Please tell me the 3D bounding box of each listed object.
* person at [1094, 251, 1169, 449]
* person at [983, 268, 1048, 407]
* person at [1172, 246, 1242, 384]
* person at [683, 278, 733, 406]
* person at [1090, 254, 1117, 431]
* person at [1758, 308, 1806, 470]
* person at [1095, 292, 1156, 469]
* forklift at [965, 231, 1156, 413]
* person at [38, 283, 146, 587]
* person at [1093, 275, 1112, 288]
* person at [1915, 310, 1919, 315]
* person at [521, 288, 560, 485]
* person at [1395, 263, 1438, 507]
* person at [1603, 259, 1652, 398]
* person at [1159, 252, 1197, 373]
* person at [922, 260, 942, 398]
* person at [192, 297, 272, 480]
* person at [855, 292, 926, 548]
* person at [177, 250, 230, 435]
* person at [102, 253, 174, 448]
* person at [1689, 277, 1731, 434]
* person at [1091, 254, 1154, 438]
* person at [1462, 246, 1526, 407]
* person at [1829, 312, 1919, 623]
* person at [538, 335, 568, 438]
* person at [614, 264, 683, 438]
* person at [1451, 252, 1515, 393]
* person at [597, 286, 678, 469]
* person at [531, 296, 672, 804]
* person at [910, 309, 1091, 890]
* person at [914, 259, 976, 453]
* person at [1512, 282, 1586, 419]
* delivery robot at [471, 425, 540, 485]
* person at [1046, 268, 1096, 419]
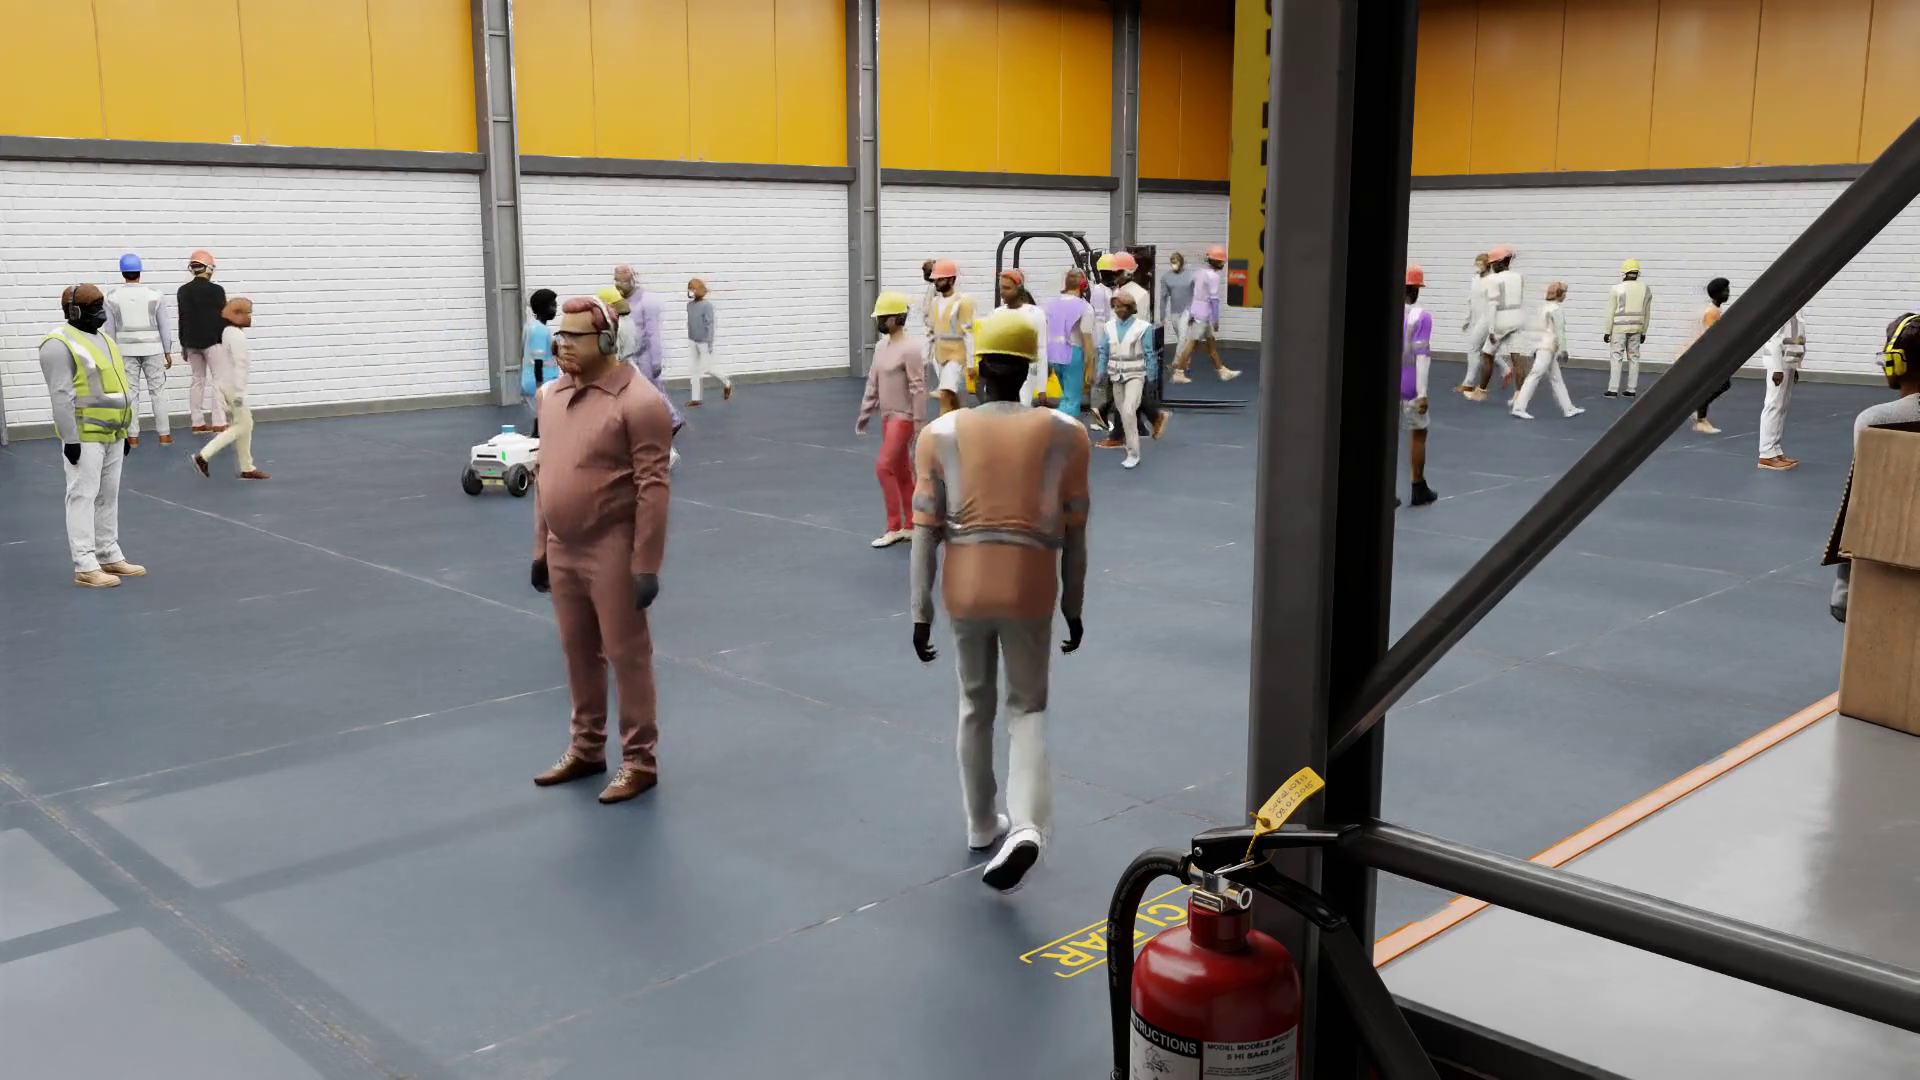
[{"bbox_3d":[1.735,-1.900,16.682,0.761,1.975,0.631,-3,11,-14],"label":"person"},{"bbox_3d":[0.452,-1.255,13.451,0.604,1.867,0.464,8,13,39],"label":"person"},{"bbox_3d":[3.556,-3.212,23.851,1.107,1.965,0.615,-2,11,-8],"label":"person"},{"bbox_3d":[-3.189,-2.480,20.869,0.500,1.610,0.614,10,14,42],"label":"person"},{"bbox_3d":[1.596,-2.160,18.229,0.369,1.928,0.586,2,11,12],"label":"person"},{"bbox_3d":[7.558,-1.591,15.241,0.356,1.887,0.572,8,13,38],"label":"person"},{"bbox_3d":[1.507,-1.457,15.271,0.523,1.606,0.652,8,13,35],"label":"person"},{"bbox_3d":[1.222,-2.721,20.561,2.313,2.155,1.214,2,11,13],"label":"forklift"},{"bbox_3d":[-5.296,-0.643,10.194,0.429,1.845,0.621,0,10,2],"label":"person"},{"bbox_3d":[2.042,-2.945,23.478,0.889,1.588,0.518,8,13,38],"label":"person"},{"bbox_3d":[7.795,-1.201,13.135,0.652,1.884,1.040,5,12,27],"label":"person"},{"bbox_3d":[-3.547,-1.299,14.187,0.409,1.677,0.547,-3,11,-16],"label":"person"},{"bbox_3d":[3.520,-1.206,13.066,0.806,1.909,0.579,-10,14,-42],"label":"person"},{"bbox_3d":[8.741,-2.764,21.819,0.596,1.826,0.403,-1,10,-7],"label":"person"},{"bbox_3d":[3.468,-3.551,26.013,0.690,1.872,1.021,5,12,26],"label":"person"},{"bbox_3d":[-0.281,-2.795,22.022,0.440,1.819,0.651,-1,10,-6],"label":"person"},{"bbox_3d":[-6.326,-1.290,14.345,0.577,1.609,0.529,-6,12,-32],"label":"person"},{"bbox_3d":[-0.496,-0.820,11.418,0.595,1.746,0.530,-5,12,-26],"label":"person"},{"bbox_3d":[-8.077,-2.113,17.846,0.646,1.978,0.432,4,11,20],"label":"person"},{"bbox_3d":[-8.257,-1.899,16.743,0.604,1.951,0.380,-4,11,-23],"label":"person"},{"bbox_3d":[8.098,-1.969,17.849,0.364,1.682,0.541,7,13,34],"label":"person"},{"bbox_3d":[1.765,-2.042,17.560,0.626,1.940,0.681,-3,11,-16],"label":"person"},{"bbox_3d":[6.739,-2.663,20.777,0.642,1.984,0.975,-4,11,-23],"label":"person"},{"bbox_3d":[3.393,0.119,6.006,0.509,1.860,0.318,-2,11,-12],"label":"person"},{"bbox_3d":[-2.018,-0.298,8.894,0.516,1.629,0.384,3,11,16],"label":"person"},{"bbox_3d":[-3.184,-1.848,16.743,0.653,1.861,0.890,6,12,29],"label":"person"},{"bbox_3d":[7.181,-2.942,22.578,0.892,1.910,0.641,-1,10,-6],"label":"person"},{"bbox_3d":[-2.940,-1.411,14.837,0.812,1.696,0.510,3,11,16],"label":"person"},{"bbox_3d":[-1.395,0.031,6.345,0.646,1.907,0.409,7,13,35],"label":"person"},{"bbox_3d":[0.123,0.193,5.487,0.594,1.898,0.780,1,10,7],"label":"person"},{"bbox_3d":[-0.193,-1.726,15.937,0.906,1.897,0.571,-8,13,-39],"label":"person"},{"bbox_3d":[6.856,-2.185,19.289,0.872,1.577,0.615,1,10,5],"label":"person"},{"bbox_3d":[-3.745,-0.710,13.817,0.477,0.478,0.707,3,11,15],"label":"delivery robot"},{"bbox_3d":[1.035,-1.636,15.639,0.446,1.823,0.602,-7,12,-33],"label":"person"}]
